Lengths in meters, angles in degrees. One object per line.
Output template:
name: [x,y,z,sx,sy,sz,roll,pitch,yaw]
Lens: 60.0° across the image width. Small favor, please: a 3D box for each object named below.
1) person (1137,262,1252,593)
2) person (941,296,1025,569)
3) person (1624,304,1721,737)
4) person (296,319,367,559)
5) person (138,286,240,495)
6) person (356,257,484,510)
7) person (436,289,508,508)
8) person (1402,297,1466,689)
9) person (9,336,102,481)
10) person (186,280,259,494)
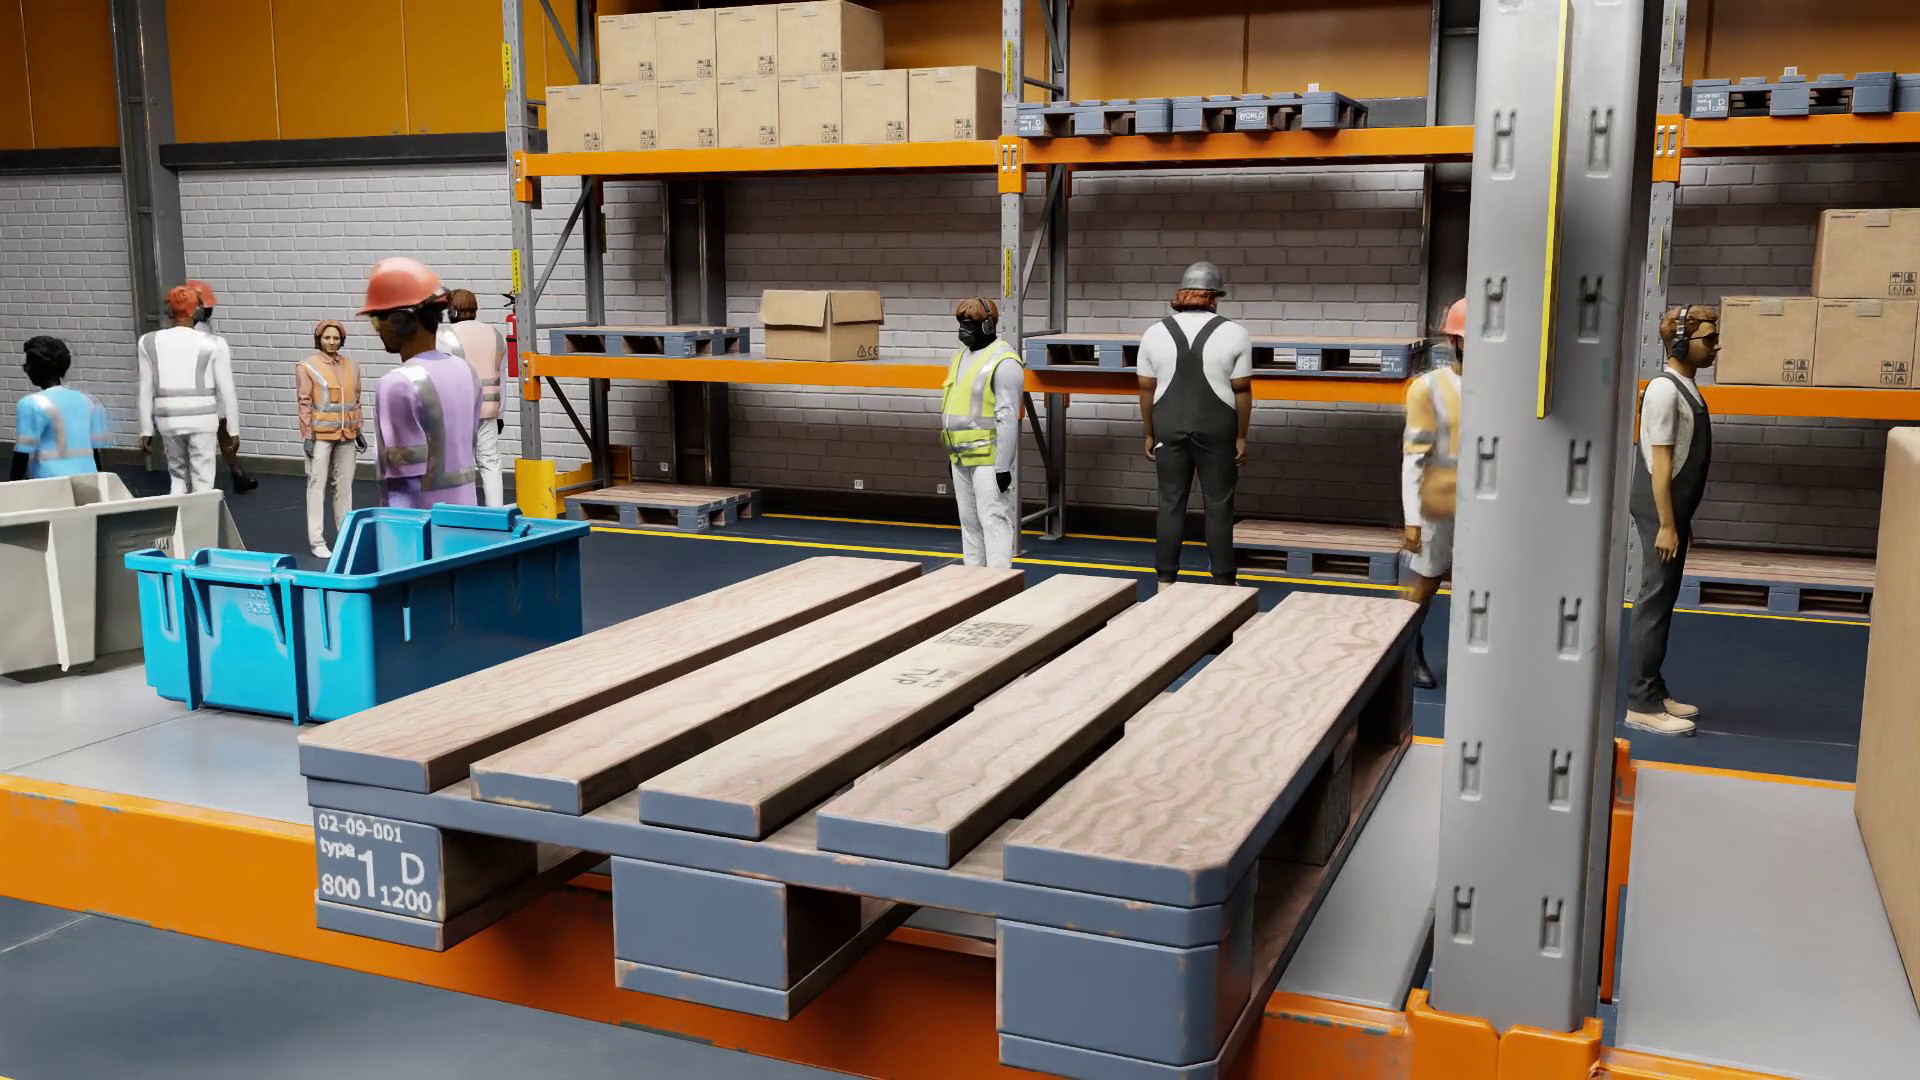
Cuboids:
person: [1.429,-0.662,10.036,0.683,2.000,0.536,3,10,20]
person: [0.113,-0.463,9.481,0.429,1.837,0.624,-5,11,-29]
person: [3.083,-0.090,7.196,0.345,1.847,0.504,5,11,29]
person: [-4.326,-0.699,11.472,0.314,1.636,0.515,6,11,32]
person: [-5.106,-0.745,11.056,0.601,1.863,0.497,-1,10,-6]
person: [-1.945,0.008,6.025,0.375,2.042,0.608,1,10,6]
person: [-3.592,-0.906,12.131,0.429,1.836,0.629,7,12,38]
person: [2.257,-0.171,7.577,0.563,1.889,1.005,-1,10,-7]
person: [-4.781,-0.254,8.803,0.914,1.636,0.535,0,9,1]
person: [-6.515,-1.304,14.401,0.837,1.867,0.614,1,10,7]
